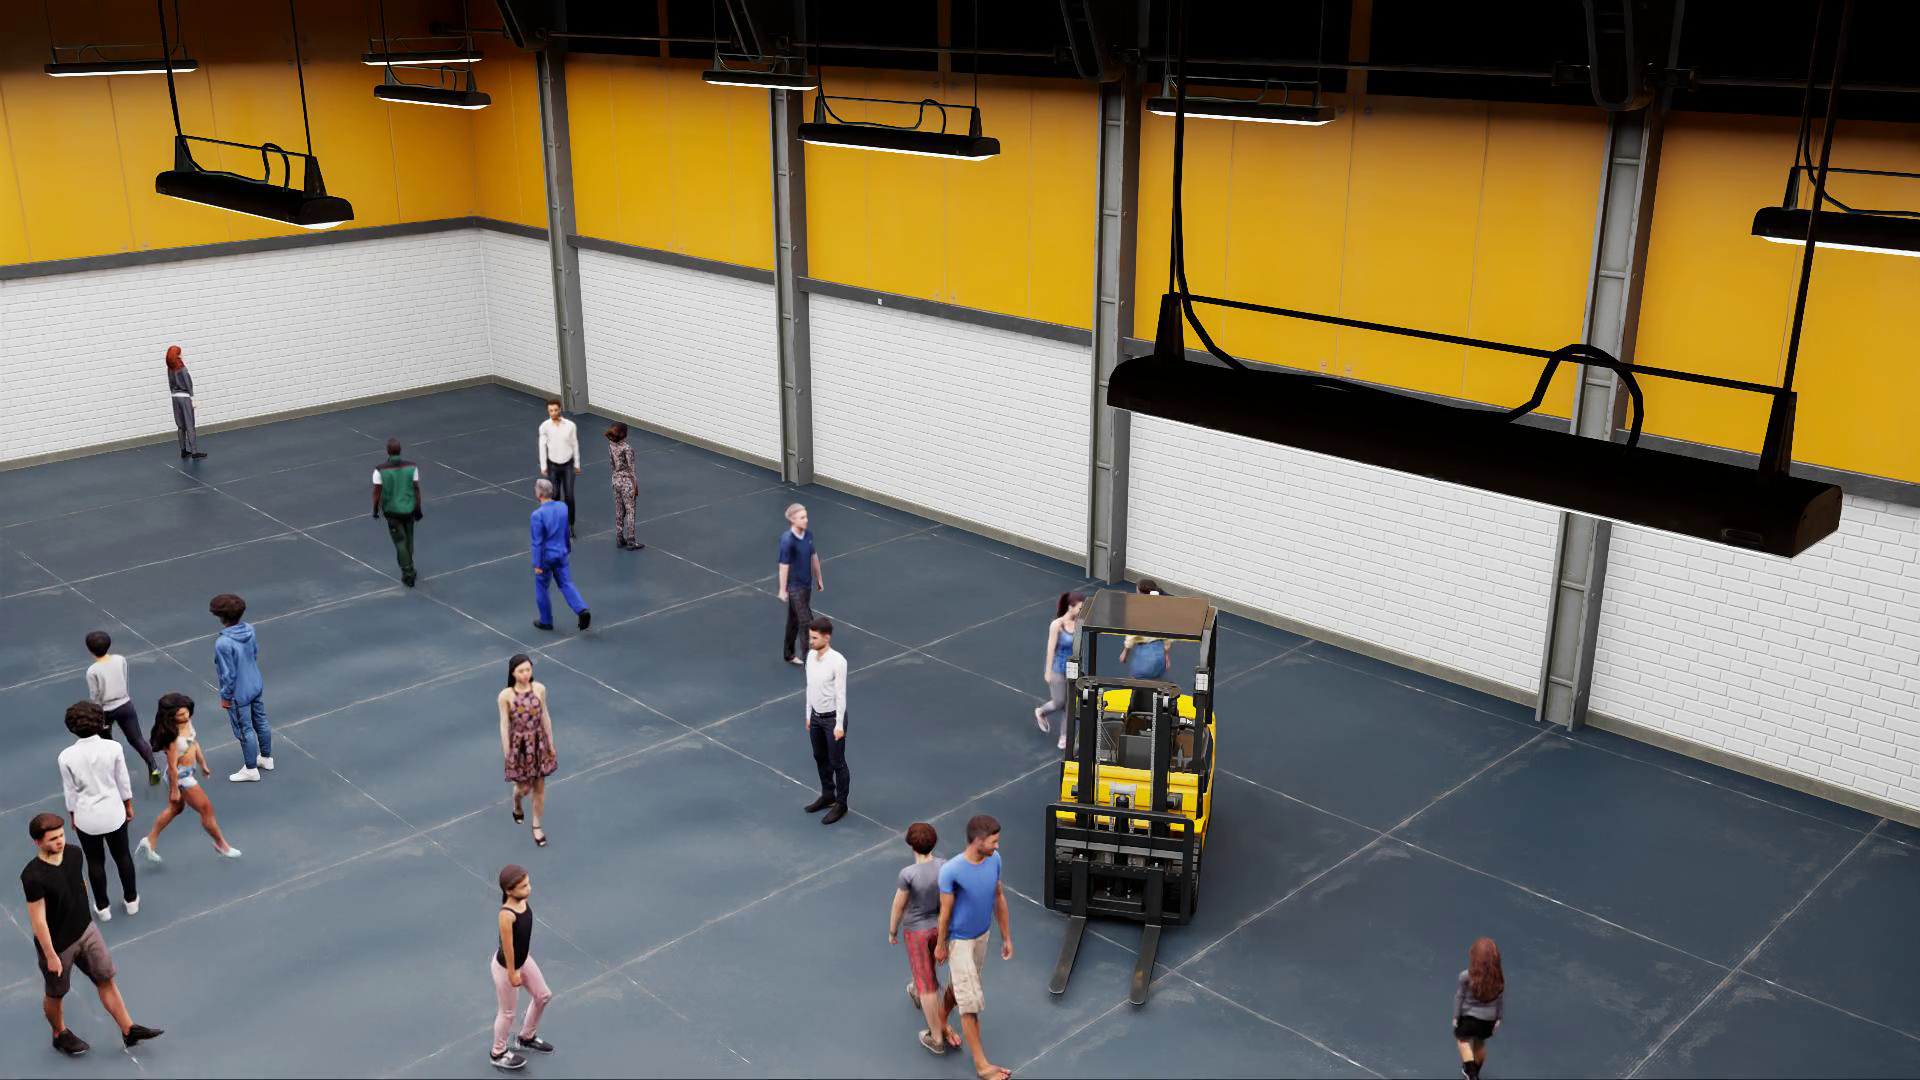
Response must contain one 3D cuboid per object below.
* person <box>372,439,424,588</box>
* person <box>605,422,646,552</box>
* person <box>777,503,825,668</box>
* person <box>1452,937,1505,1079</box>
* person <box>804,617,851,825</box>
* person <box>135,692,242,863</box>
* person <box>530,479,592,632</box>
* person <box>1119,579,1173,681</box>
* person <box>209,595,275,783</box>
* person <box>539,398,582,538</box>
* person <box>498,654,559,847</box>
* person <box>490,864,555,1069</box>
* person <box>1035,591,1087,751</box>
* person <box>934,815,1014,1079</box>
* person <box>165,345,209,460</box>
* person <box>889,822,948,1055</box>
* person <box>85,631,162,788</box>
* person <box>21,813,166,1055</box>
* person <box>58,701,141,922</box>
[{"bbox_3d":[-6.810,-0.301,20.295,0.810,1.803,1.082,-13,23,-35],"label":"person"},{"bbox_3d":[-4.381,-0.716,21.664,0.532,1.714,0.655,14,23,36],"label":"person"},{"bbox_3d":[-1.815,0.495,17.858,0.982,1.850,0.817,11,21,29],"label":"person"},{"bbox_3d":[3.458,3.175,11.070,0.630,1.101,0.695,-1,19,-3],"label":"person"},{"bbox_3d":[-1.156,1.554,14.691,0.520,1.862,0.660,18,25,42],"label":"person"},{"bbox_3d":[-6.524,2.015,13.788,1.017,1.565,1.058,-4,19,-12],"label":"person"},{"bbox_3d":[-4.545,0.208,18.779,1.080,1.805,0.813,13,23,34],"label":"person"},{"bbox_3d":[1.858,1.180,16.191,0.740,1.614,0.826,-9,21,-25],"label":"person"},{"bbox_3d":[-6.641,1.351,15.387,0.763,1.803,0.758,4,19,12],"label":"person"},{"bbox_3d":[-5.370,-1.005,22.320,0.995,1.844,1.180,-6,20,-18],"label":"person"},{"bbox_3d":[-3.716,1.774,14.194,0.687,1.763,0.807,-14,23,-35],"label":"person"},{"bbox_3d":[-3.059,2.880,11.263,0.767,1.537,0.698,2,19,6],"label":"person"},{"bbox_3d":[0.963,1.250,16.034,0.679,1.582,0.890,-11,22,-30],"label":"person"},{"bbox_3d":[-0.001,2.690,11.394,0.727,1.814,1.152,-13,23,-35],"label":"person"},{"bbox_3d":[-12.062,-2.147,25.813,0.548,1.779,0.700,9,21,24],"label":"person"},{"bbox_3d":[-0.216,2.766,11.490,0.810,1.610,1.109,-9,21,-25],"label":"person"},{"bbox_3d":[-7.665,1.570,15.170,1.067,1.527,0.676,12,22,32],"label":"person"},{"bbox_3d":[-6.181,2.691,11.363,1.172,1.833,0.978,6,19,17],"label":"person"},{"bbox_3d":[-6.766,2.127,13.079,0.655,1.806,0.612,-13,22,-33],"label":"person"}]
